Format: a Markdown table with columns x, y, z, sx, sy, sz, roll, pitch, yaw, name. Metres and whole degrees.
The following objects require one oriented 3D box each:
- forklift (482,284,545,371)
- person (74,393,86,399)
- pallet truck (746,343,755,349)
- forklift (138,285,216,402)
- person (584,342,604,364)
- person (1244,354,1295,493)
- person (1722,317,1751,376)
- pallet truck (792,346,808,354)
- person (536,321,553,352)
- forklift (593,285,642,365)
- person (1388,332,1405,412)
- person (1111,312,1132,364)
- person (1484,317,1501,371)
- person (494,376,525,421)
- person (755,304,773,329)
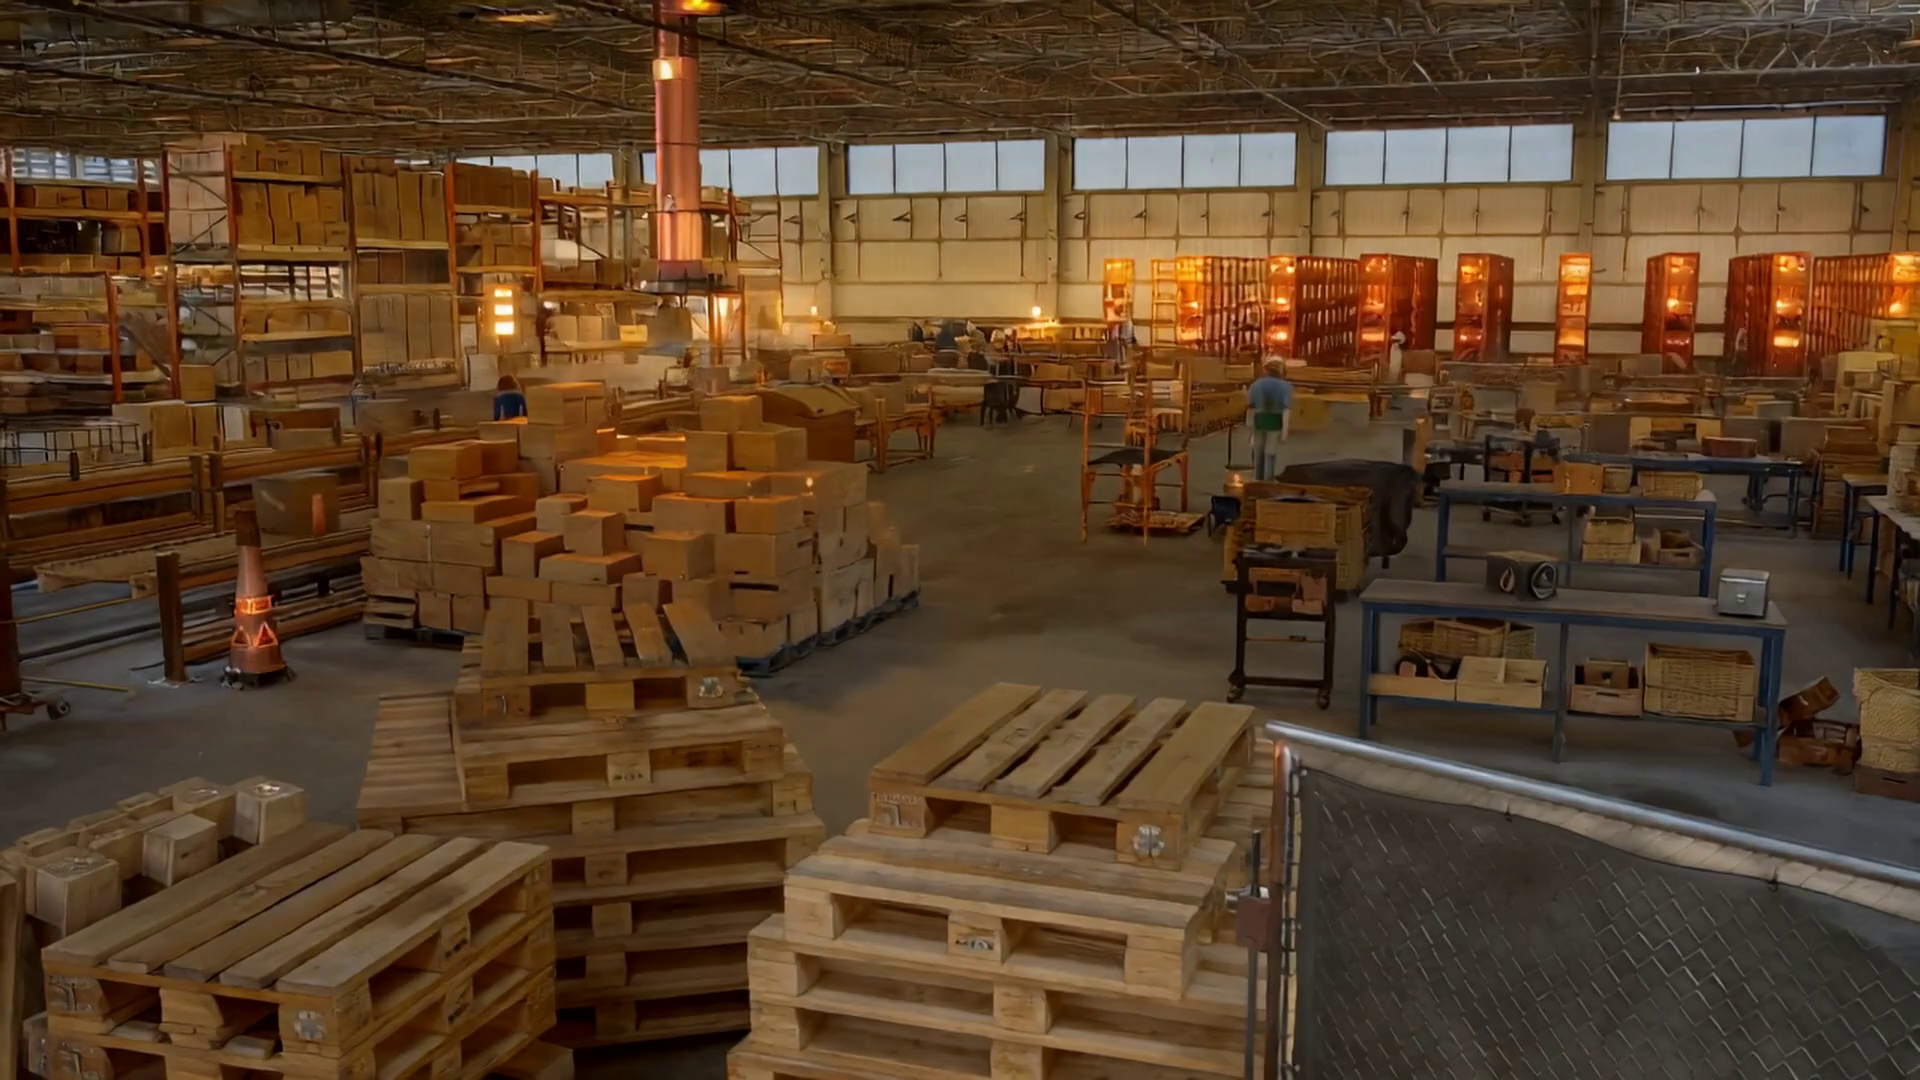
| x | y | z | sx | sy | sz | roll | pitch | yaw | name |
| --- | --- | --- | --- | --- | --- | --- | --- | --- | --- |
| -10.832 | -4.702 | 39.610 | 1.129 | 2.768 | 1.873 | 3 | 10 | 20 | forklift |
| -21.516 | -4.374 | 41.007 | 0.627 | 1.768 | 0.955 | 5 | 10 | 28 | person |
| -6.183 | -4.618 | 44.264 | 1.601 | 1.201 | 0.680 | -9 | 12 | -43 | pallet truck |
| -17.480 | -4.200 | 36.461 | 1.873 | 2.768 | 1.129 | 3 | 10 | 19 | forklift |
| -9.782 | -4.858 | 44.445 | 0.540 | 1.652 | 0.857 | -1 | 9 | -7 | person |
| 4.130 | -1.483 | 22.235 | 0.637 | 1.985 | 0.917 | 3 | 9 | 15 | person |
| 22.909 | -5.628 | 48.774 | 0.855 | 1.814 | 0.571 | 3 | 9 | 17 | person |
| -3.705 | -4.298 | 42.022 | 0.653 | 1.274 | 1.630 | 3 | 10 | 20 | pallet truck |
| -12.019 | -5.517 | 48.275 | 0.530 | 1.752 | 0.554 | 3 | 10 | 18 | person |
| -10.057 | -5.994 | 47.726 | 1.129 | 2.768 | 1.873 | 3 | 10 | 20 | forklift |
| 9.705 | -3.722 | 36.950 | 0.325 | 1.767 | 0.533 | 2 | 9 | 14 | person |
| 5.082 | -6.197 | 52.143 | 0.603 | 1.887 | 1.032 | -3 | 10 | -21 | person |
| 16.243 | -5.987 | 51.103 | 0.927 | 1.781 | 0.614 | 3 | 10 | 19 | person |
| -6.328 | -1.497 | 23.422 | 0.282 | 1.626 | 0.496 | 7 | 11 | 36 | person |
| -7.270 | -7.742 | 61.532 | 0.622 | 1.977 | 0.448 | 4 | 10 | 22 | person |
